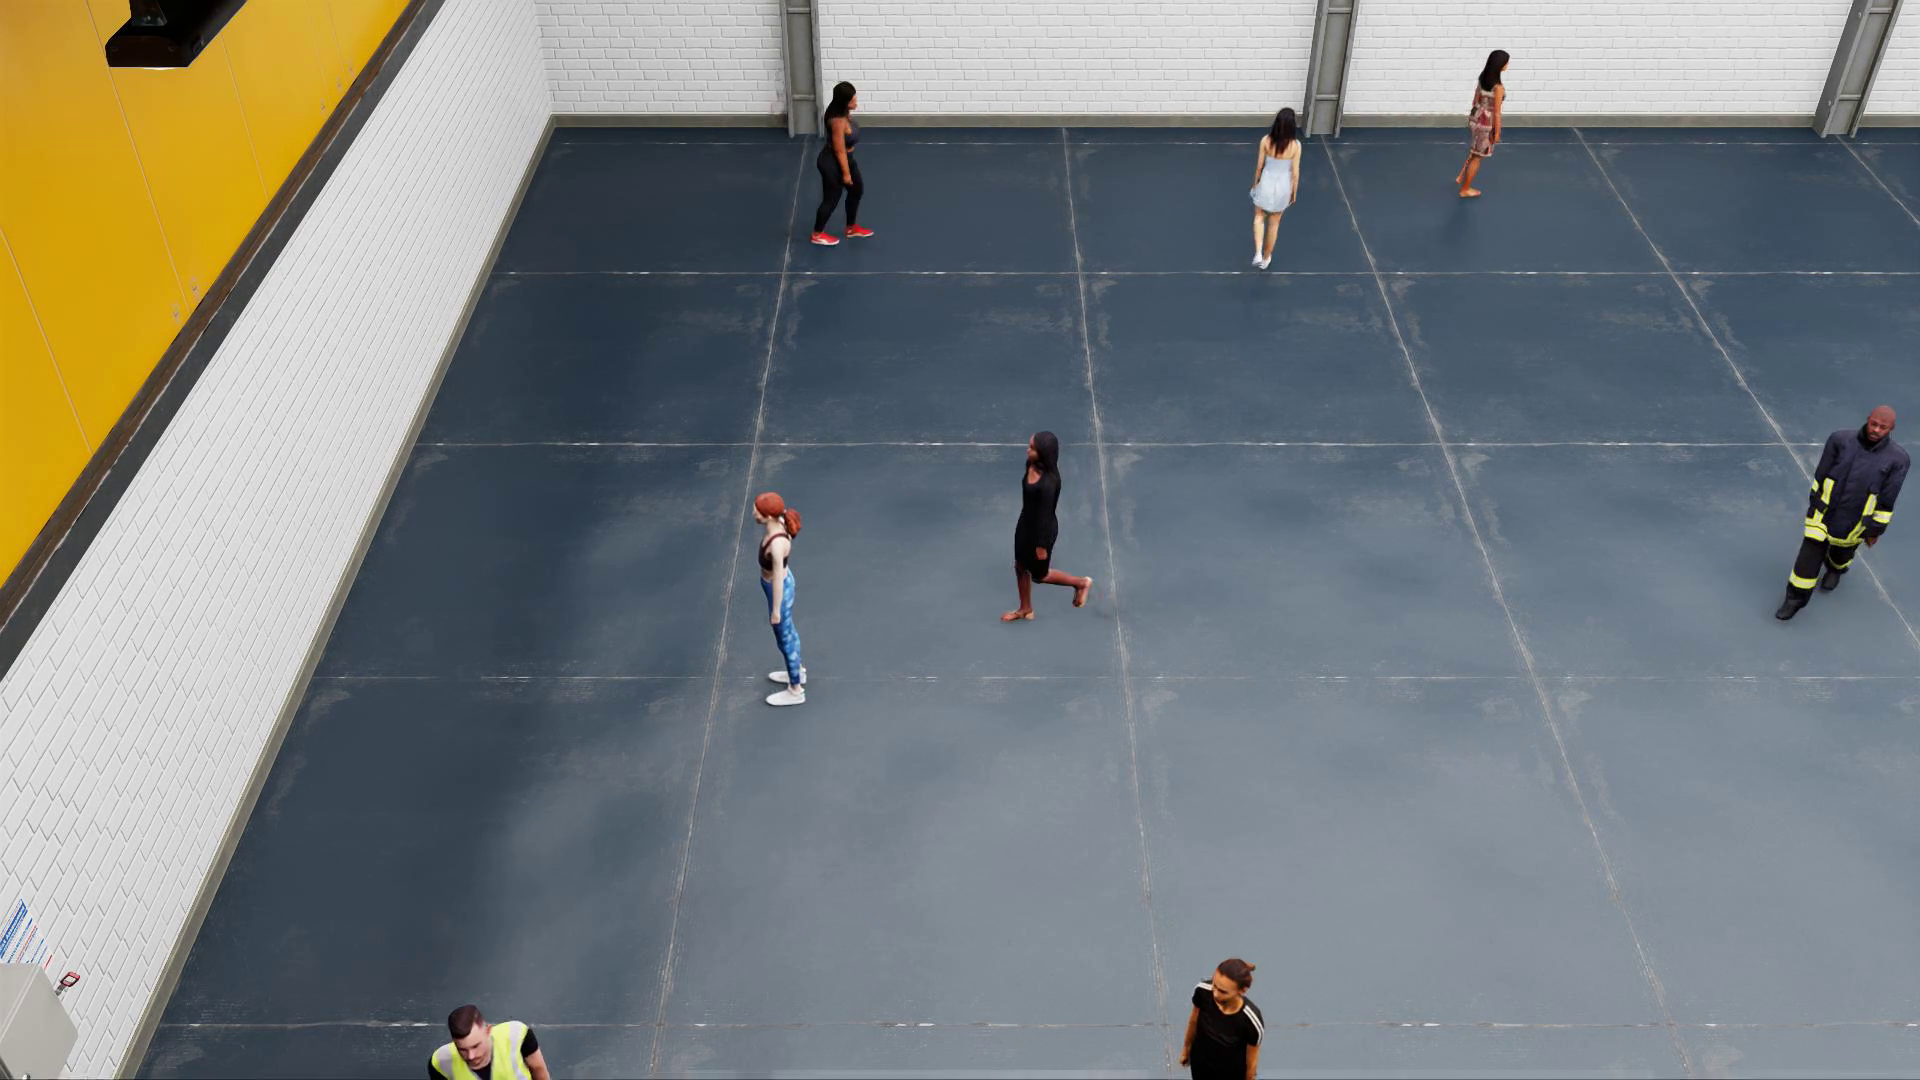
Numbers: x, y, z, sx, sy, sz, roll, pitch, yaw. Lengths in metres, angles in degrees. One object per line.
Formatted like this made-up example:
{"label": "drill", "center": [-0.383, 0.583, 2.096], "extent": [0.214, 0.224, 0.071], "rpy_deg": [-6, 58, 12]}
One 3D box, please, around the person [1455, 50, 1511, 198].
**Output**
{"label": "person", "center": [5.483, -4.411, 17.678], "extent": [0.701, 1.637, 0.719], "rpy_deg": [-9, 39, -11]}

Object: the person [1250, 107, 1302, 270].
{"label": "person", "center": [3.075, -3.402, 16.344], "extent": [0.742, 1.724, 0.770], "rpy_deg": [9, 39, 11]}

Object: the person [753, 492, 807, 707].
{"label": "person", "center": [-1.249, 0.400, 11.534], "extent": [0.576, 1.786, 0.563], "rpy_deg": [-3, 39, -3]}

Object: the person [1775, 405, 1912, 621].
{"label": "person", "center": [6.635, -0.279, 12.388], "extent": [1.270, 1.782, 1.261], "rpy_deg": [25, 45, 28]}

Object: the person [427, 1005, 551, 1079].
{"label": "person", "center": [-2.309, 2.874, 8.401], "extent": [0.899, 1.830, 0.922], "rpy_deg": [-13, 40, -16]}

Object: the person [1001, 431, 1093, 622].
{"label": "person", "center": [0.646, -0.065, 12.182], "extent": [0.998, 1.704, 0.789], "rpy_deg": [-11, 40, -14]}

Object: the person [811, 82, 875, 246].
{"label": "person", "center": [-1.311, -3.796, 16.795], "extent": [0.878, 1.778, 0.704], "rpy_deg": [-2, 39, -3]}

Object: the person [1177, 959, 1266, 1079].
{"label": "person", "center": [1.380, 2.723, 8.721], "extent": [0.715, 1.667, 0.657], "rpy_deg": [-31, 48, -33]}
